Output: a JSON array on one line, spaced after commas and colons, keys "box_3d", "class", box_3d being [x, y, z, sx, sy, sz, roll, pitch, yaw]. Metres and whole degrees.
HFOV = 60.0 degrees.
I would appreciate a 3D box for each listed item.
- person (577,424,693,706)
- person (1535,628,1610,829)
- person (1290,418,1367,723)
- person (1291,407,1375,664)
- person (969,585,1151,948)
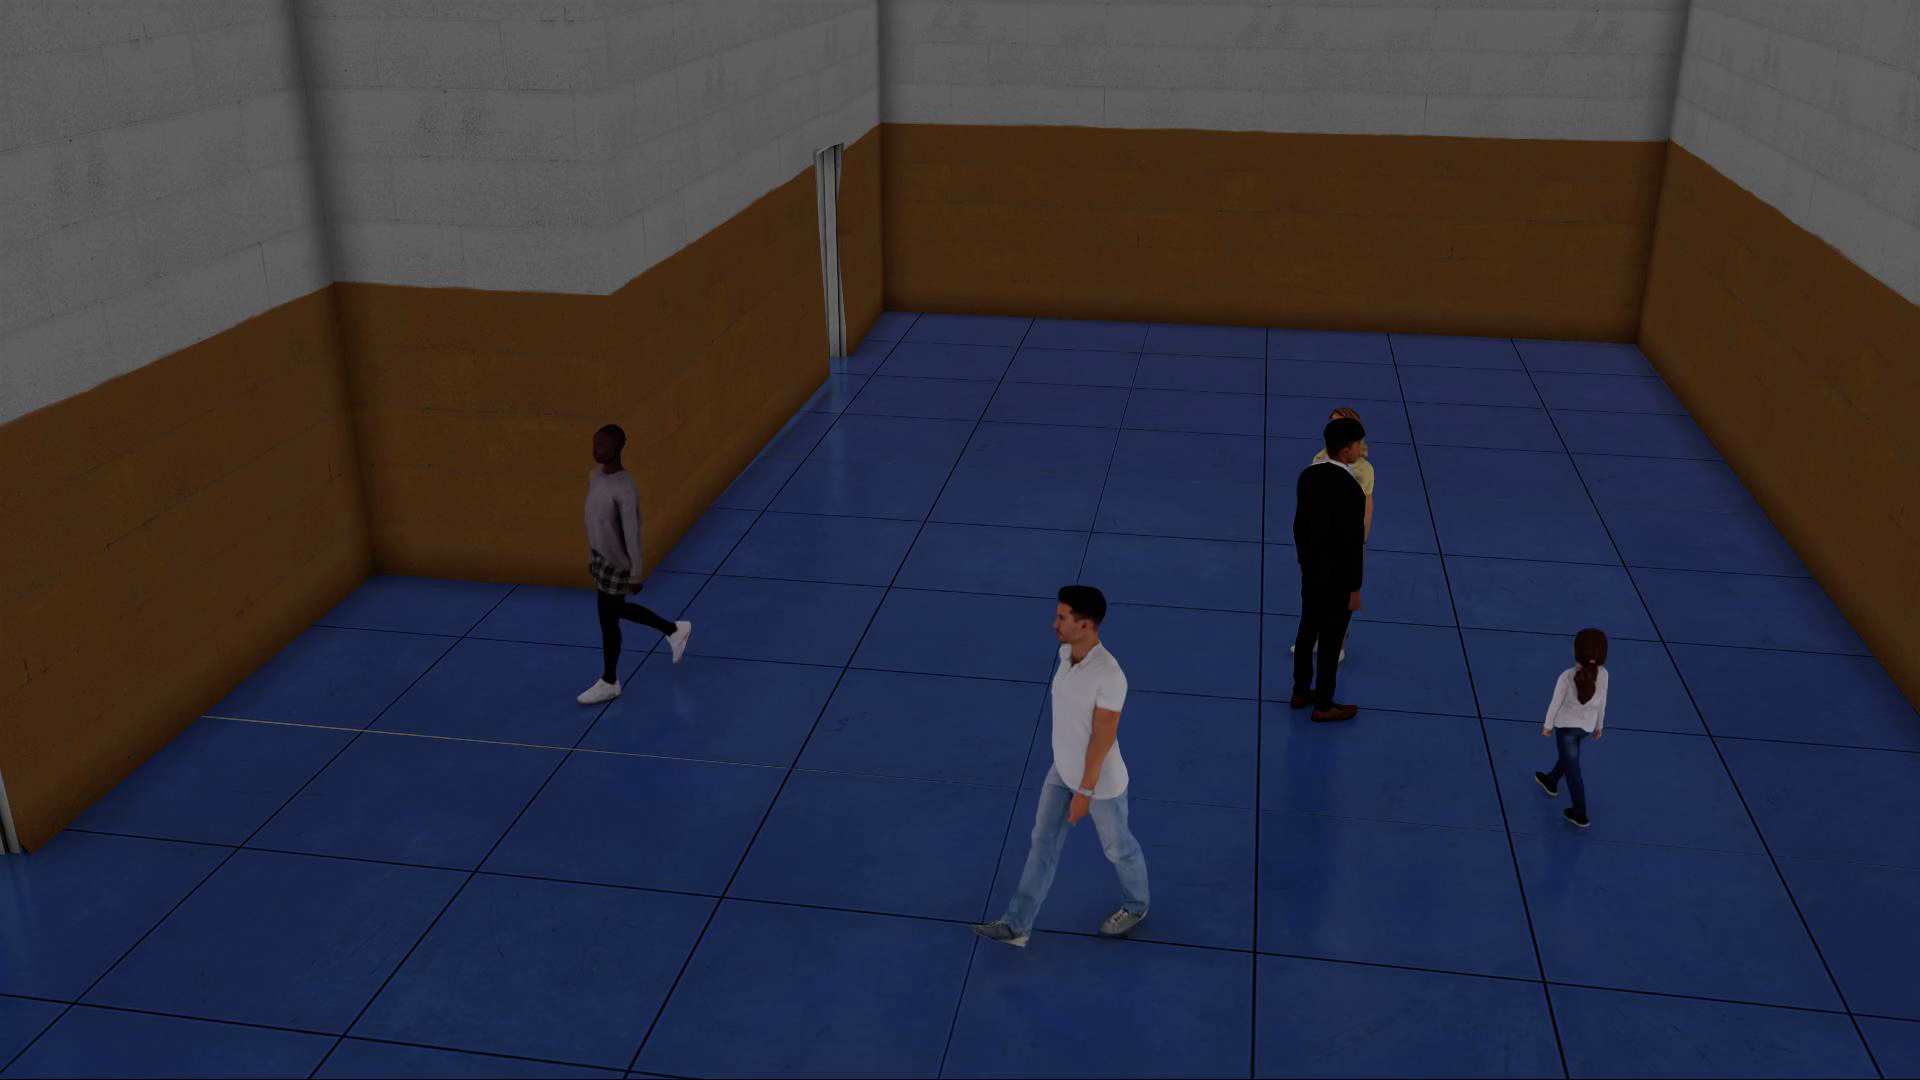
[{"box_3d": [-2.047, 0.121, 10.250, 1.121, 1.754, 1.067, -16, 27, -34], "class": "person"}, {"box_3d": [3.330, 1.012, 8.930, 0.773, 1.085, 0.707, -5, 22, -13], "class": "person"}, {"box_3d": [2.194, 0.177, 9.941, 0.790, 1.881, 0.771, -11, 24, -25], "class": "person"}, {"box_3d": [2.401, -0.024, 10.633, 0.769, 1.722, 0.692, -17, 27, -36], "class": "person"}, {"box_3d": [0.680, 1.090, 7.773, 1.254, 1.804, 1.152, -13, 25, -29], "class": "person"}]
